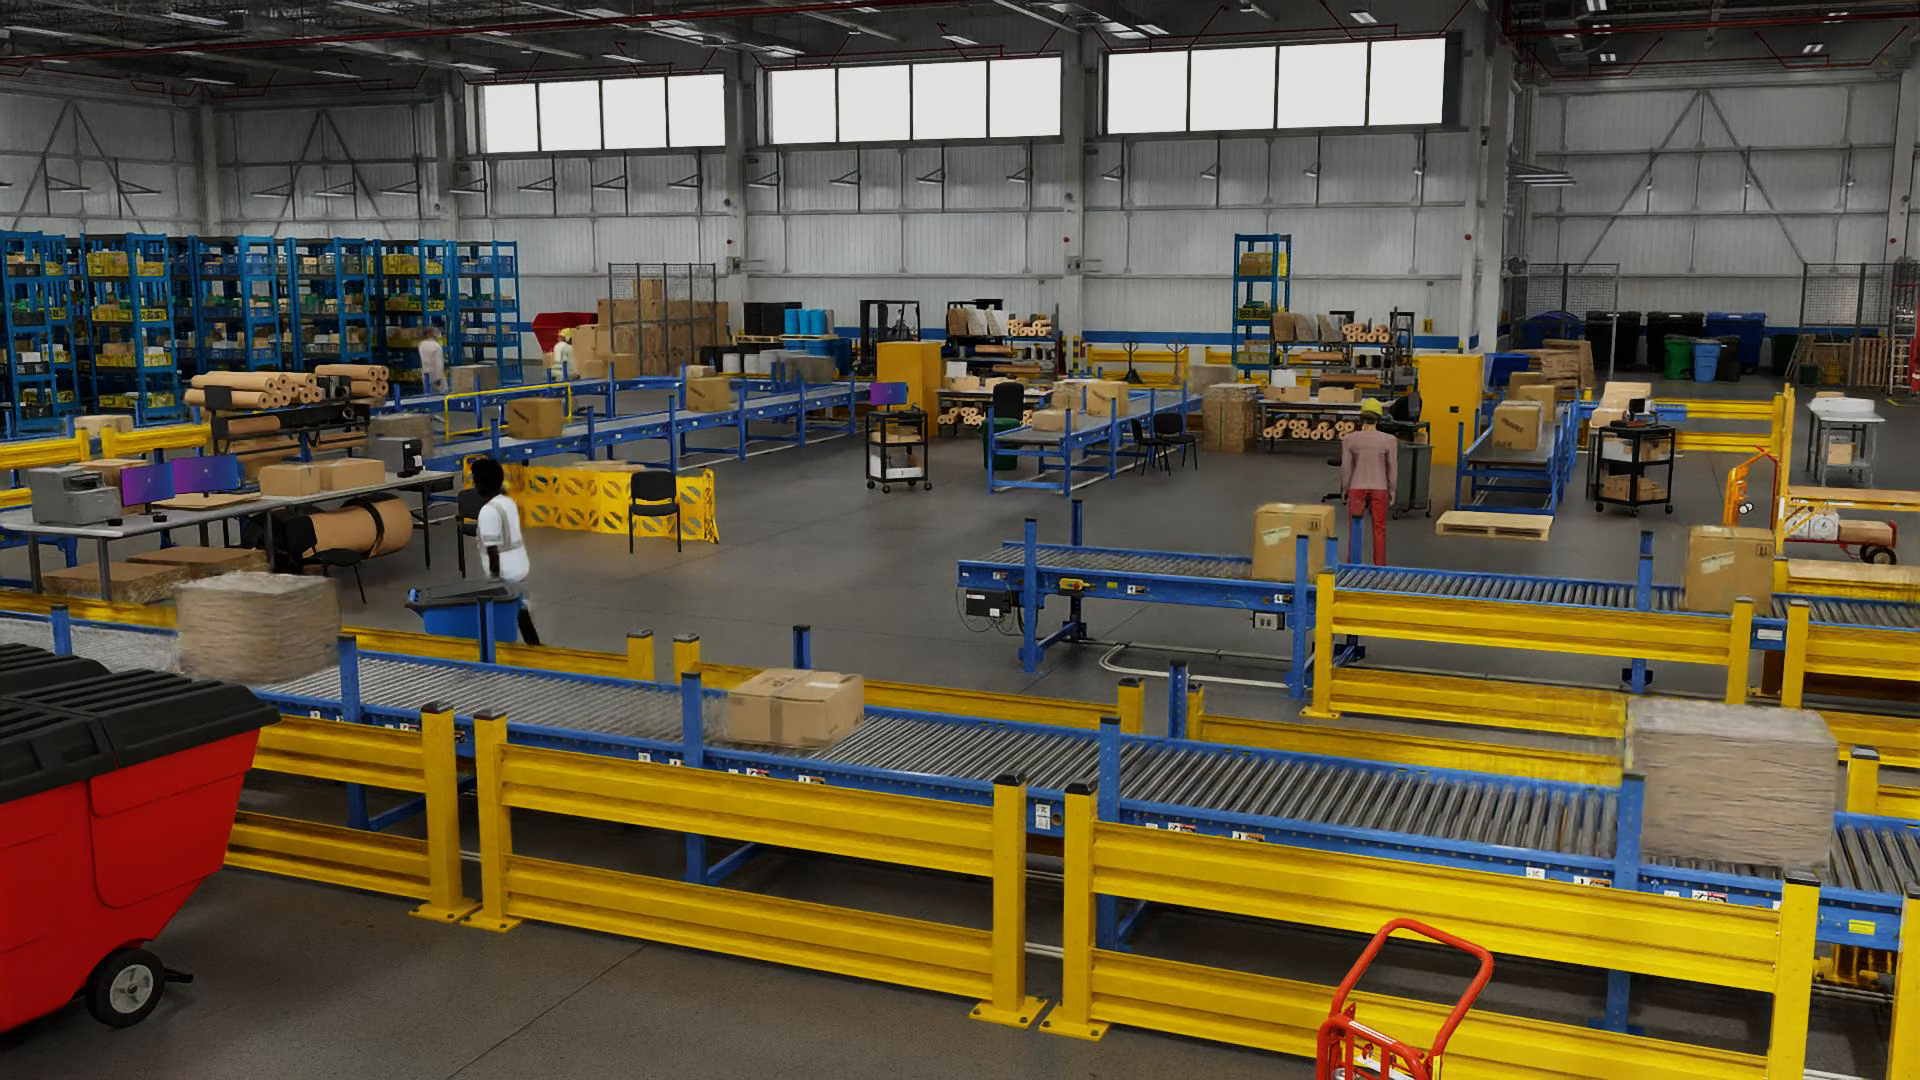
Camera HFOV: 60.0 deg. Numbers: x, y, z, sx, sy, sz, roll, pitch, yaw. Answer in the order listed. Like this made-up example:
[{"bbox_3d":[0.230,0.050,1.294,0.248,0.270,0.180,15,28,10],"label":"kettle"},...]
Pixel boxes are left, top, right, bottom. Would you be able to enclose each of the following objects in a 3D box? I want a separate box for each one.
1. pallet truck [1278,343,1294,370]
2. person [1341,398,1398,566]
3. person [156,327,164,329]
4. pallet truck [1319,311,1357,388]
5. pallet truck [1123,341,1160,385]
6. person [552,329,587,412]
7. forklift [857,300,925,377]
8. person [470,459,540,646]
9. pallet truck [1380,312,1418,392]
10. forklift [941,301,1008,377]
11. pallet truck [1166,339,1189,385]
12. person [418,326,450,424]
[{"bbox_3d":[7.886,-4.163,39.743,0.653,1.274,1.630,4,10,22],"label":"pallet truck"},{"bbox_3d":[3.936,-0.481,16.031,0.534,1.767,0.314,2,10,15],"label":"person"},{"bbox_3d":[-17.957,-4.045,37.441,0.575,1.830,0.410,-7,12,-36],"label":"person"},{"bbox_3d":[9.071,-4.419,39.190,0.823,1.965,1.885,5,10,26],"label":"pallet truck"},{"bbox_3d":[4.445,-4.380,41.279,0.680,1.201,1.601,4,10,22],"label":"pallet truck"},{"bbox_3d":[-7.931,-3.357,33.459,0.975,1.774,0.579,-8,12,-39],"label":"person"},{"bbox_3d":[-1.732,-5.109,42.468,1.157,1.987,2.680,4,10,22],"label":"forklift"},{"bbox_3d":[-3.301,0.251,11.876,0.644,1.661,0.574,1,9,5],"label":"person"},{"bbox_3d":[10.207,-4.283,38.369,0.823,1.965,1.885,3,10,20],"label":"pallet truck"},{"bbox_3d":[0.365,-4.966,41.571,1.157,1.987,2.680,3,10,20],"label":"forklift"},{"bbox_3d":[5.418,-4.269,40.420,0.704,1.261,1.522,3,10,20],"label":"pallet truck"},{"bbox_3d":[-10.052,-3.148,31.811,0.648,1.890,0.446,6,11,33],"label":"person"}]
